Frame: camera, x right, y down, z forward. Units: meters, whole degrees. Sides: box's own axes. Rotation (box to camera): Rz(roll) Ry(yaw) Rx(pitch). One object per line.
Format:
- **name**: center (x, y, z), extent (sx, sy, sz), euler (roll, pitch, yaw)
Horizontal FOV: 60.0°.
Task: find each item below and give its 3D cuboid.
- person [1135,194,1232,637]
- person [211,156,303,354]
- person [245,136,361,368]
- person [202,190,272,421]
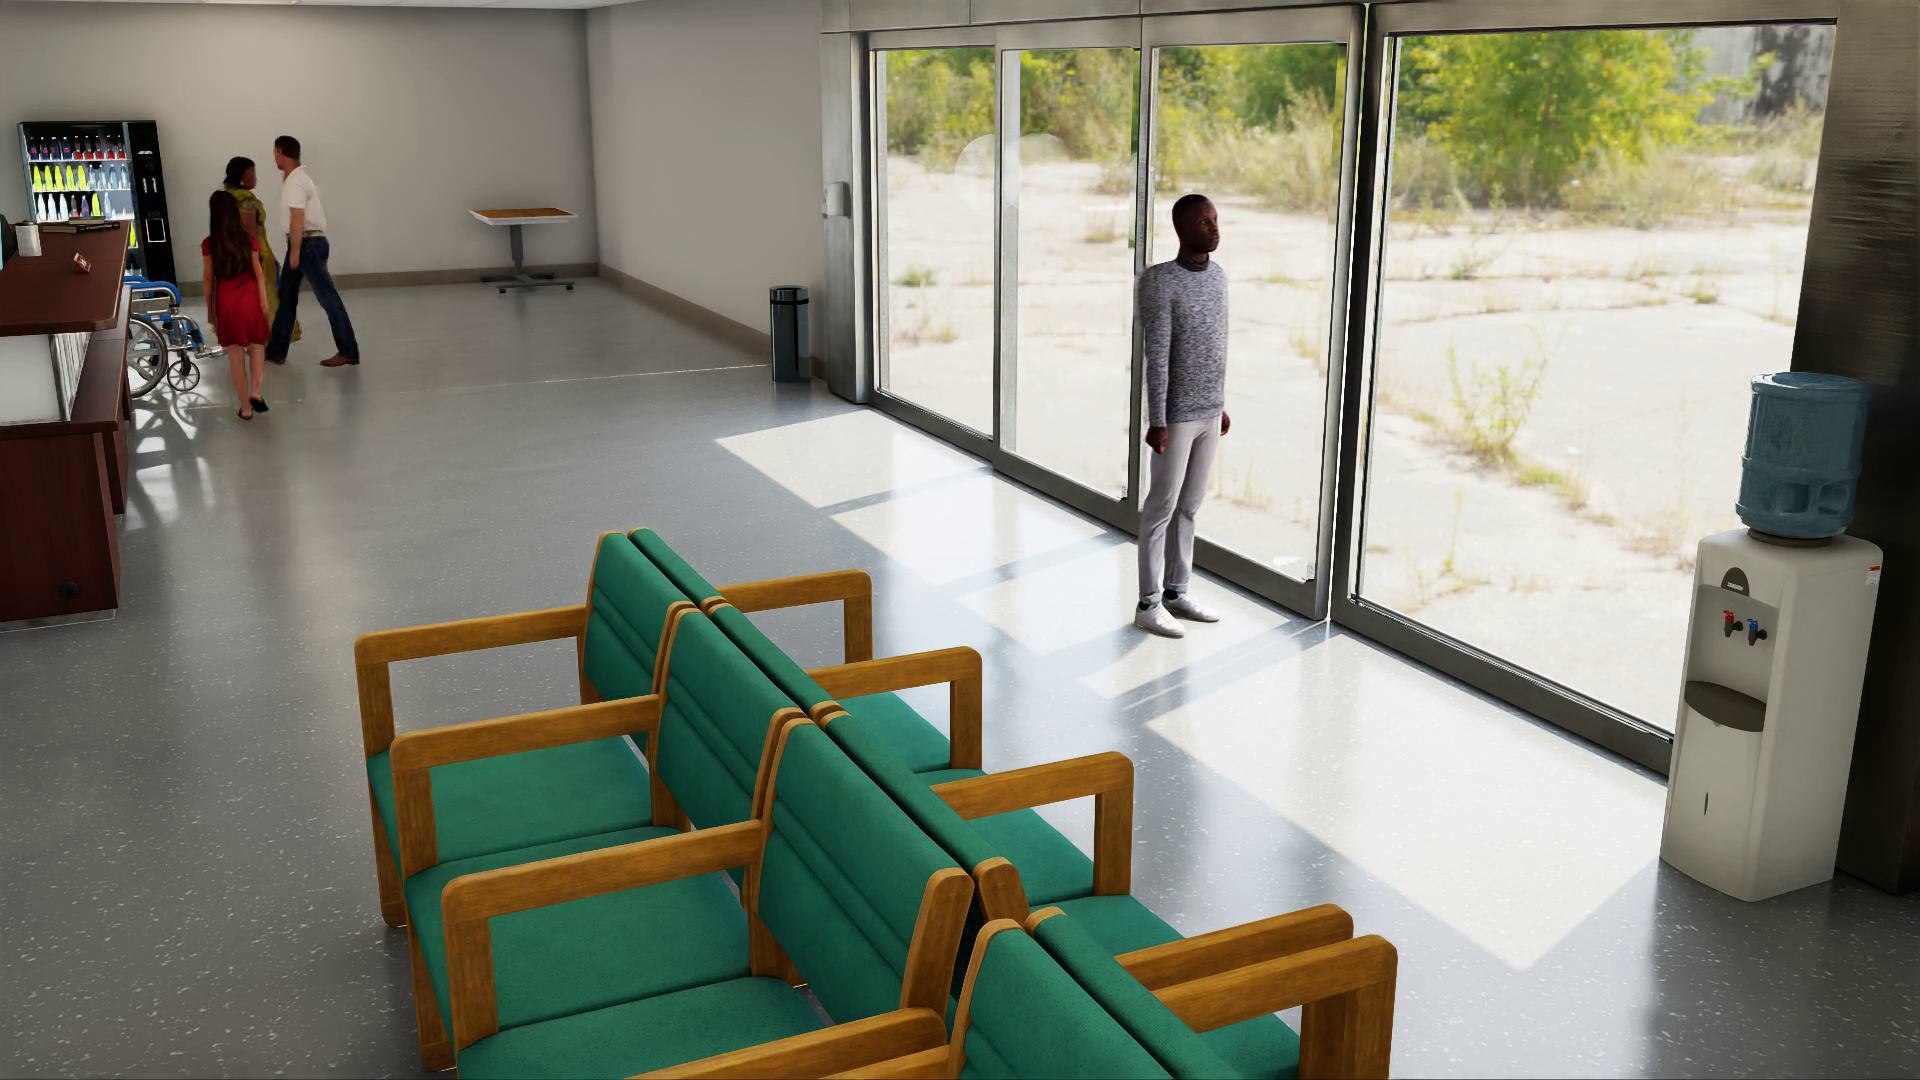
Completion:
- **person**: center (0.945, -0.537, 7.050), extent (0.823, 1.837, 0.639), euler (14, 21, 41)
- **person**: center (-5.923, -2.309, 13.697), extent (1.044, 1.640, 0.894), euler (-14, 21, -41)
- **person**: center (-5.090, -2.274, 13.263), extent (1.087, 1.807, 0.754), euler (-7, 17, -23)
- **person**: center (-4.870, -1.568, 11.234), extent (0.578, 1.541, 0.599), euler (-7, 17, -23)
